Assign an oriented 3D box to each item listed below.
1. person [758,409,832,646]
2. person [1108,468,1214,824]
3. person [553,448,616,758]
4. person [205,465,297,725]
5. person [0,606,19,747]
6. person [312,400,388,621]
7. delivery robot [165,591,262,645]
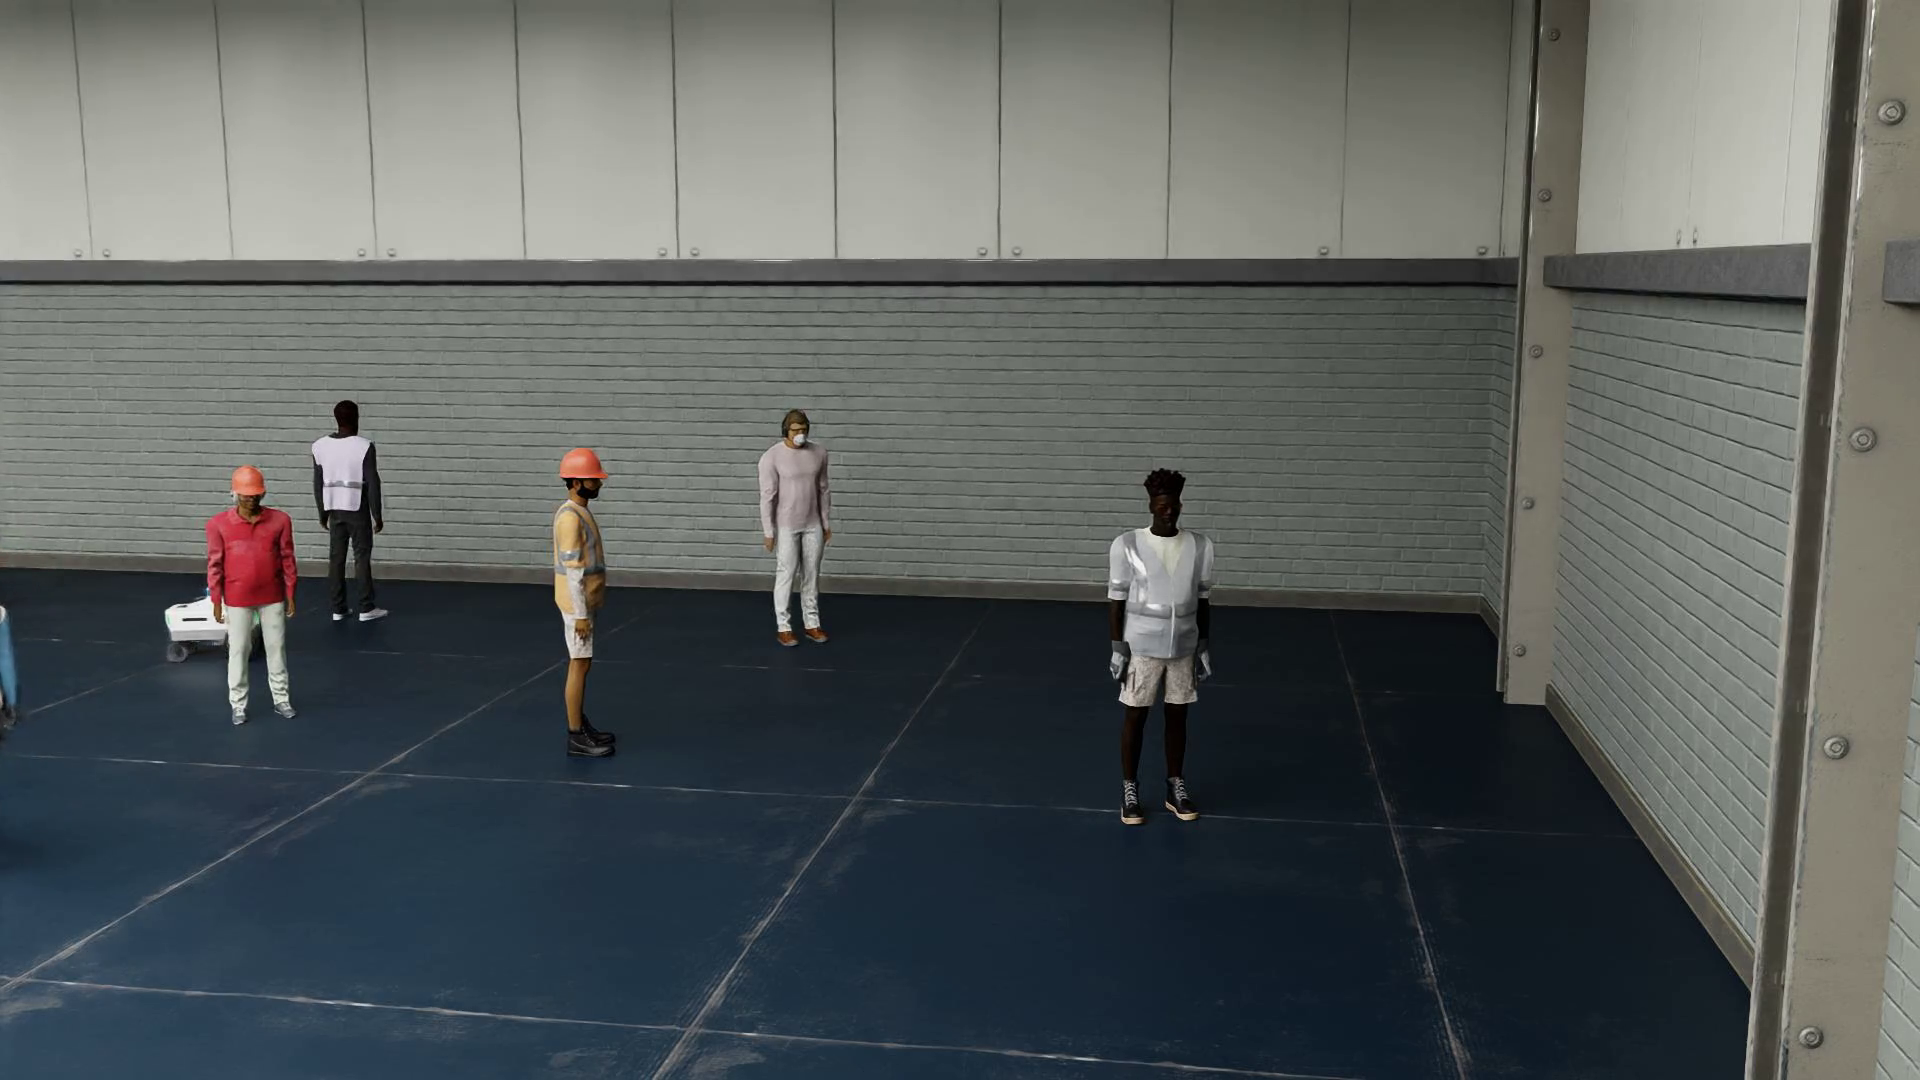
[{"bbox_3d":[-1.327,-0.103,13.489,0.637,1.930,0.375,-7,12,-37],"label":"person"},{"bbox_3d":[1.107,0.579,9.155,0.607,1.966,0.367,-2,9,-13],"label":"person"},{"bbox_3d":[-2.349,0.388,10.422,0.357,1.937,0.551,-2,9,-9],"label":"person"},{"bbox_3d":[-4.738,0.363,11.170,0.565,1.742,0.346,-6,11,-34],"label":"person"},{"bbox_3d":[-5.145,0.867,8.532,0.837,1.593,0.521,8,12,39],"label":"person"},{"bbox_3d":[-5.304,-0.252,14.425,0.597,1.916,0.372,2,9,11],"label":"person"},{"bbox_3d":[-5.804,0.612,13.000,0.707,0.478,0.477,-1,9,-8],"label":"delivery robot"}]
